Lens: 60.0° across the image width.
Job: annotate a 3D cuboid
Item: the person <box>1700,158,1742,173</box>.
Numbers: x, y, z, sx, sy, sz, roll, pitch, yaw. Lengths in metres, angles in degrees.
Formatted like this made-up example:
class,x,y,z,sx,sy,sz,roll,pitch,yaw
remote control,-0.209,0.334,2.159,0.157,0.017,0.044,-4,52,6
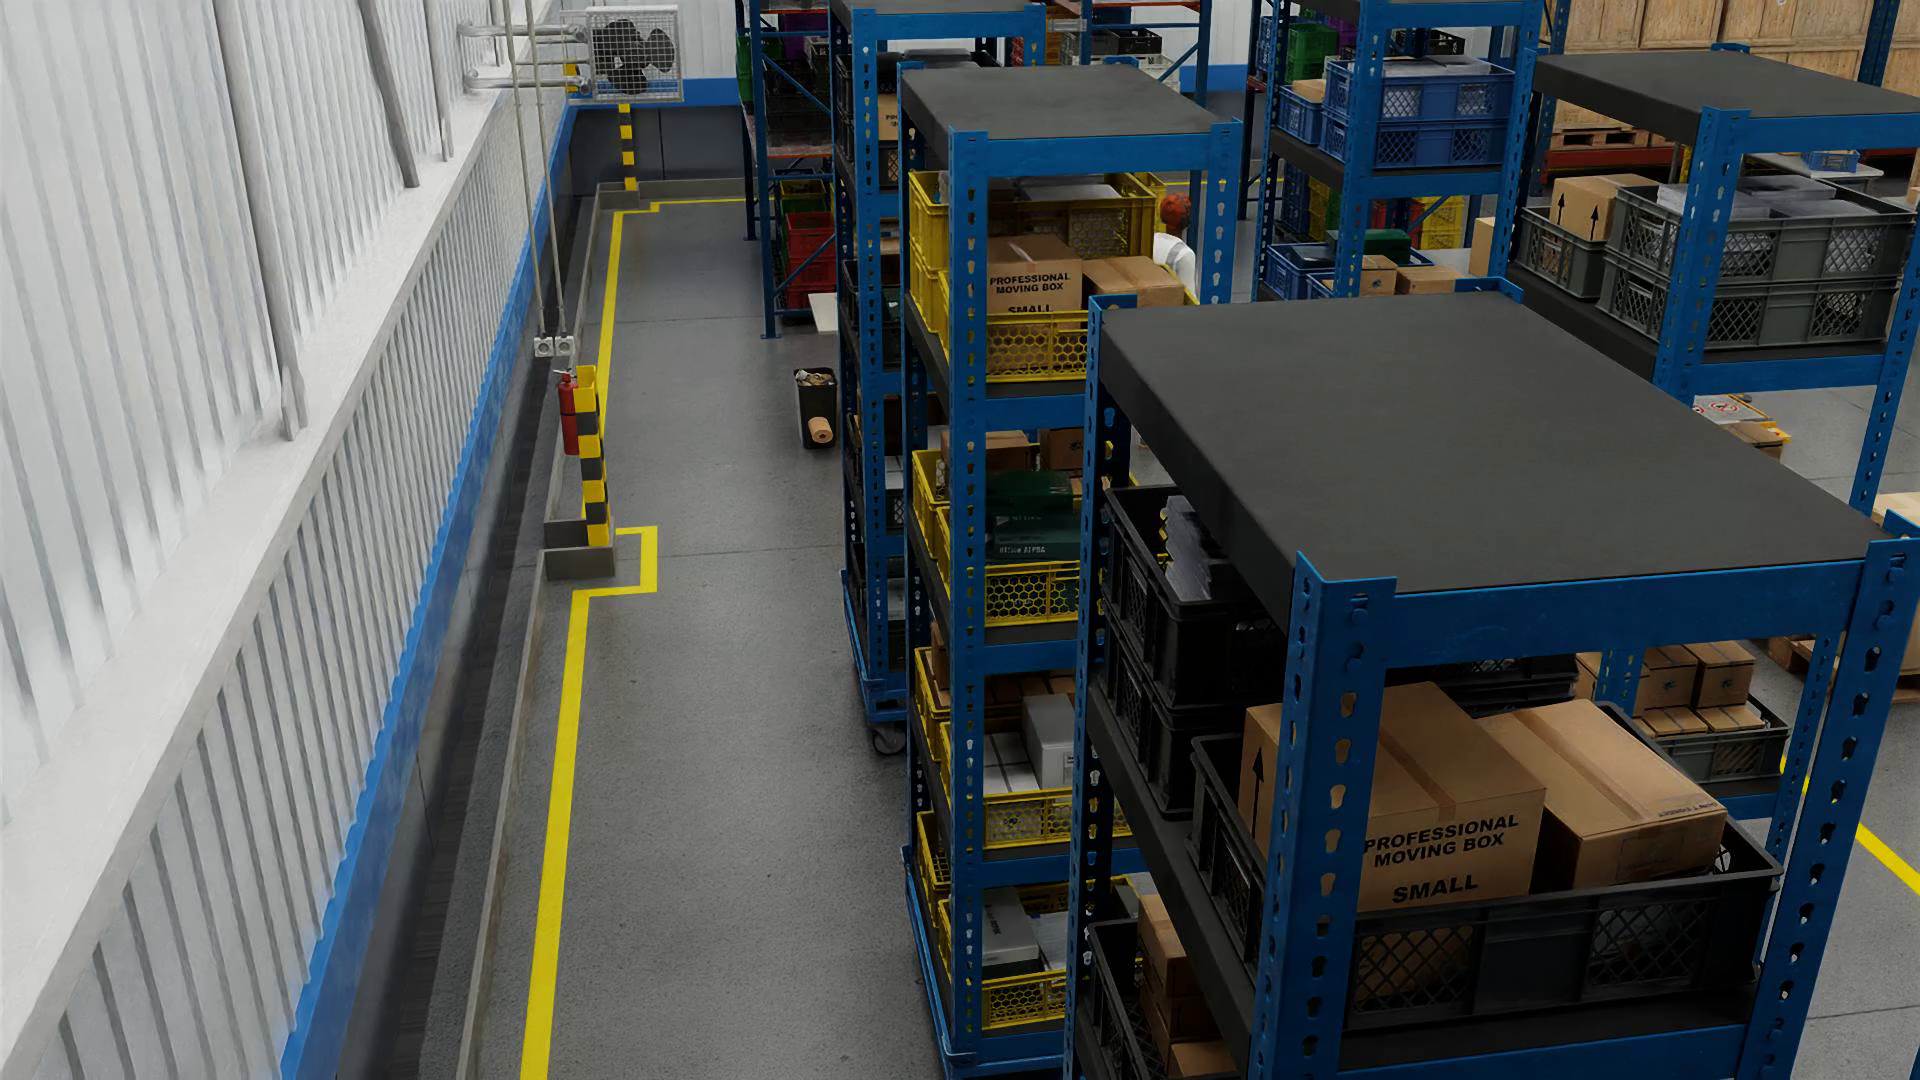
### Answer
class,x,y,z,sx,sy,sz,roll,pitch,yaw
person,7.047,-3.403,15.633,0.395,1.992,0.620,-3,25,-7

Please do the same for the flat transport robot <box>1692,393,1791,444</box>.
class,x,y,z,sx,sy,sz,roll,pitch,yaw
flat transport robot,5.224,-0.859,12.132,1.431,0.197,0.652,-4,25,-8

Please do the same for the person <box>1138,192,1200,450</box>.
class,x,y,z,sx,sy,sz,roll,pitch,yaw
person,1.469,-1.477,11.578,0.352,1.883,0.580,-12,27,-24

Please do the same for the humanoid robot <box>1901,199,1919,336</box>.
class,x,y,z,sx,sy,sz,roll,pitch,yaw
humanoid robot,7.934,-2.255,13.499,0.327,1.657,0.589,-20,31,-36
